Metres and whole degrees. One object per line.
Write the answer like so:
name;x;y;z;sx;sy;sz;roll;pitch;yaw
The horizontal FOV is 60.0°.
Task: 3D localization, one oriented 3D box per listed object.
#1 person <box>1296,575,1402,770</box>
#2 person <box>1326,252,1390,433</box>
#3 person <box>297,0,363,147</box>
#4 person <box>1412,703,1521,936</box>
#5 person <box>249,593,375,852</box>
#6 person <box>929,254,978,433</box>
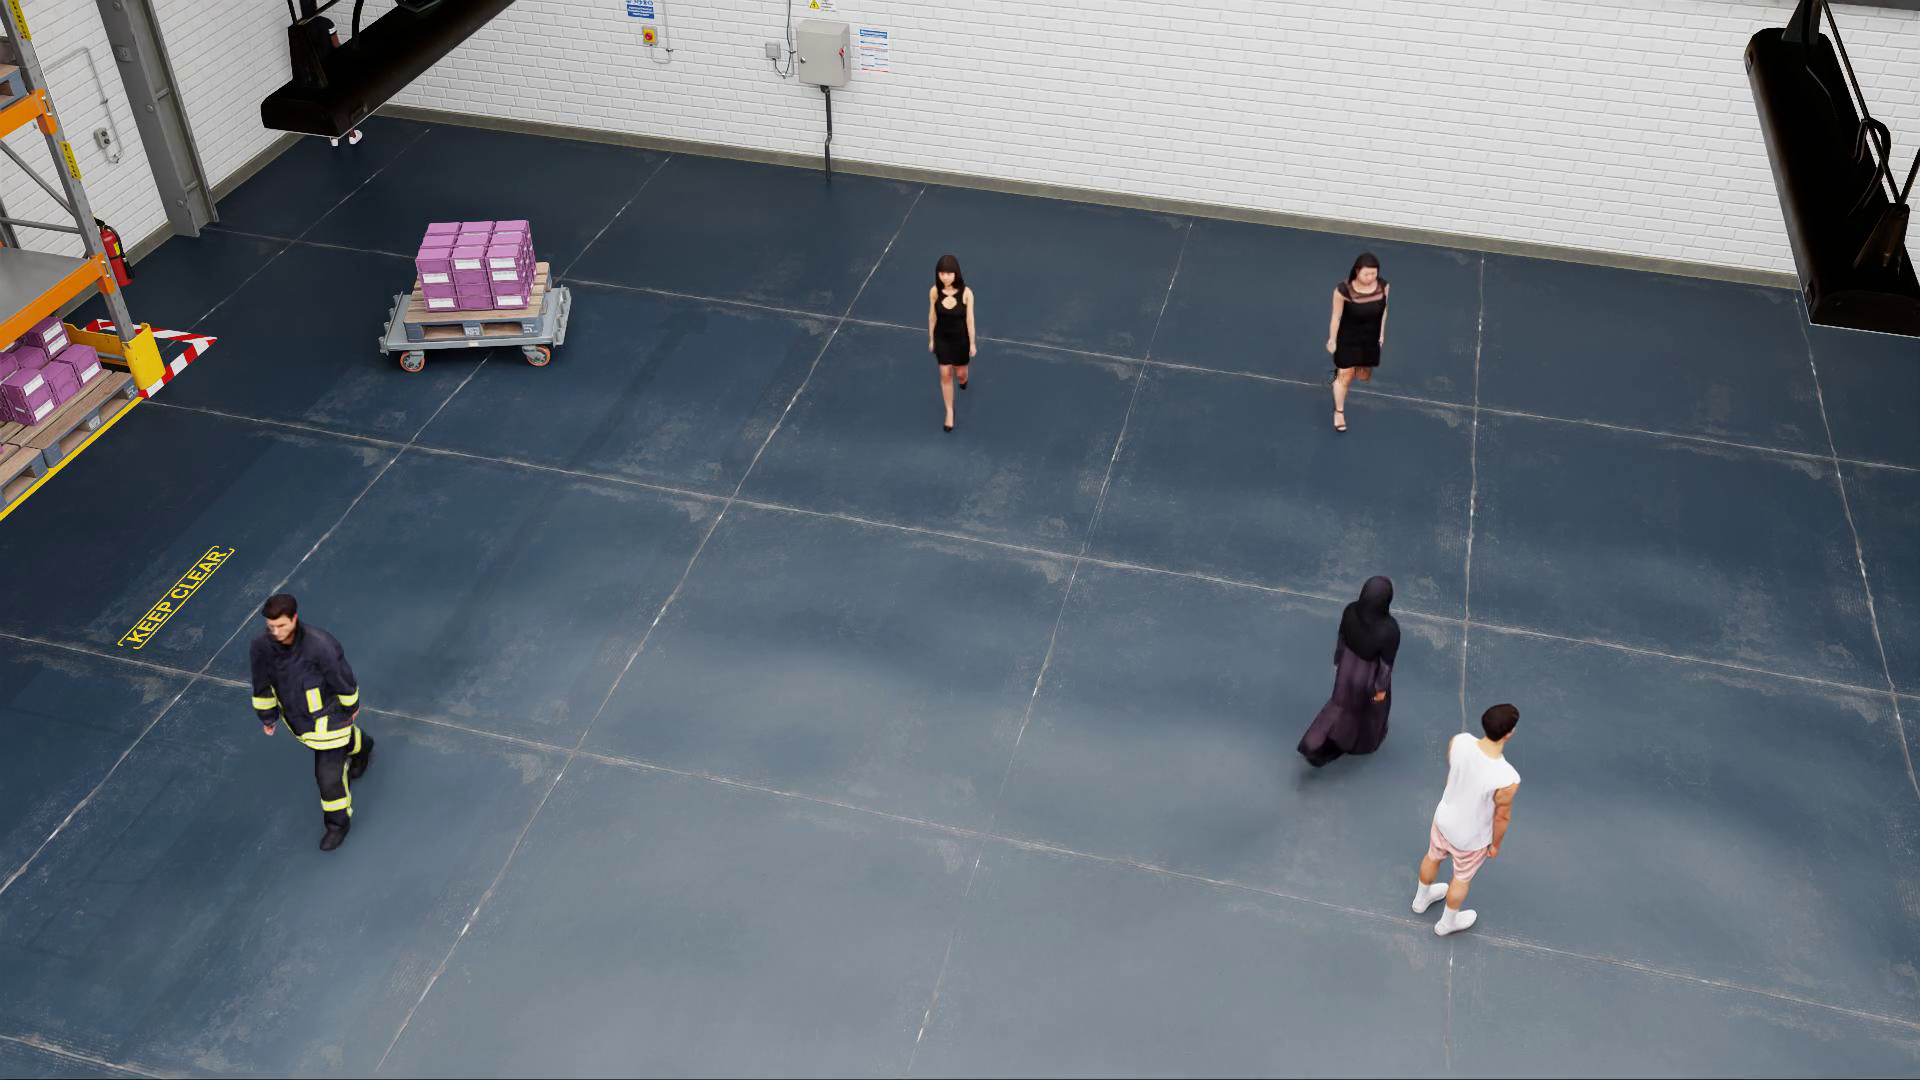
person;2.621;0.893;11.007;1.093;1.600;0.956;-27;46;-30
person;3.349;-1.742;14.221;0.867;1.705;0.957;-9;39;-11
person;-7.109;-5.272;18.611;0.690;1.744;0.694;-6;39;-7
person;2.997;1.661;9.898;0.762;1.783;0.716;-24;44;-27
person;-4.104;0.999;10.643;0.820;1.888;1.196;7;39;9
person;-0.049;-1.736;14.273;0.615;1.631;0.875;6;39;8
